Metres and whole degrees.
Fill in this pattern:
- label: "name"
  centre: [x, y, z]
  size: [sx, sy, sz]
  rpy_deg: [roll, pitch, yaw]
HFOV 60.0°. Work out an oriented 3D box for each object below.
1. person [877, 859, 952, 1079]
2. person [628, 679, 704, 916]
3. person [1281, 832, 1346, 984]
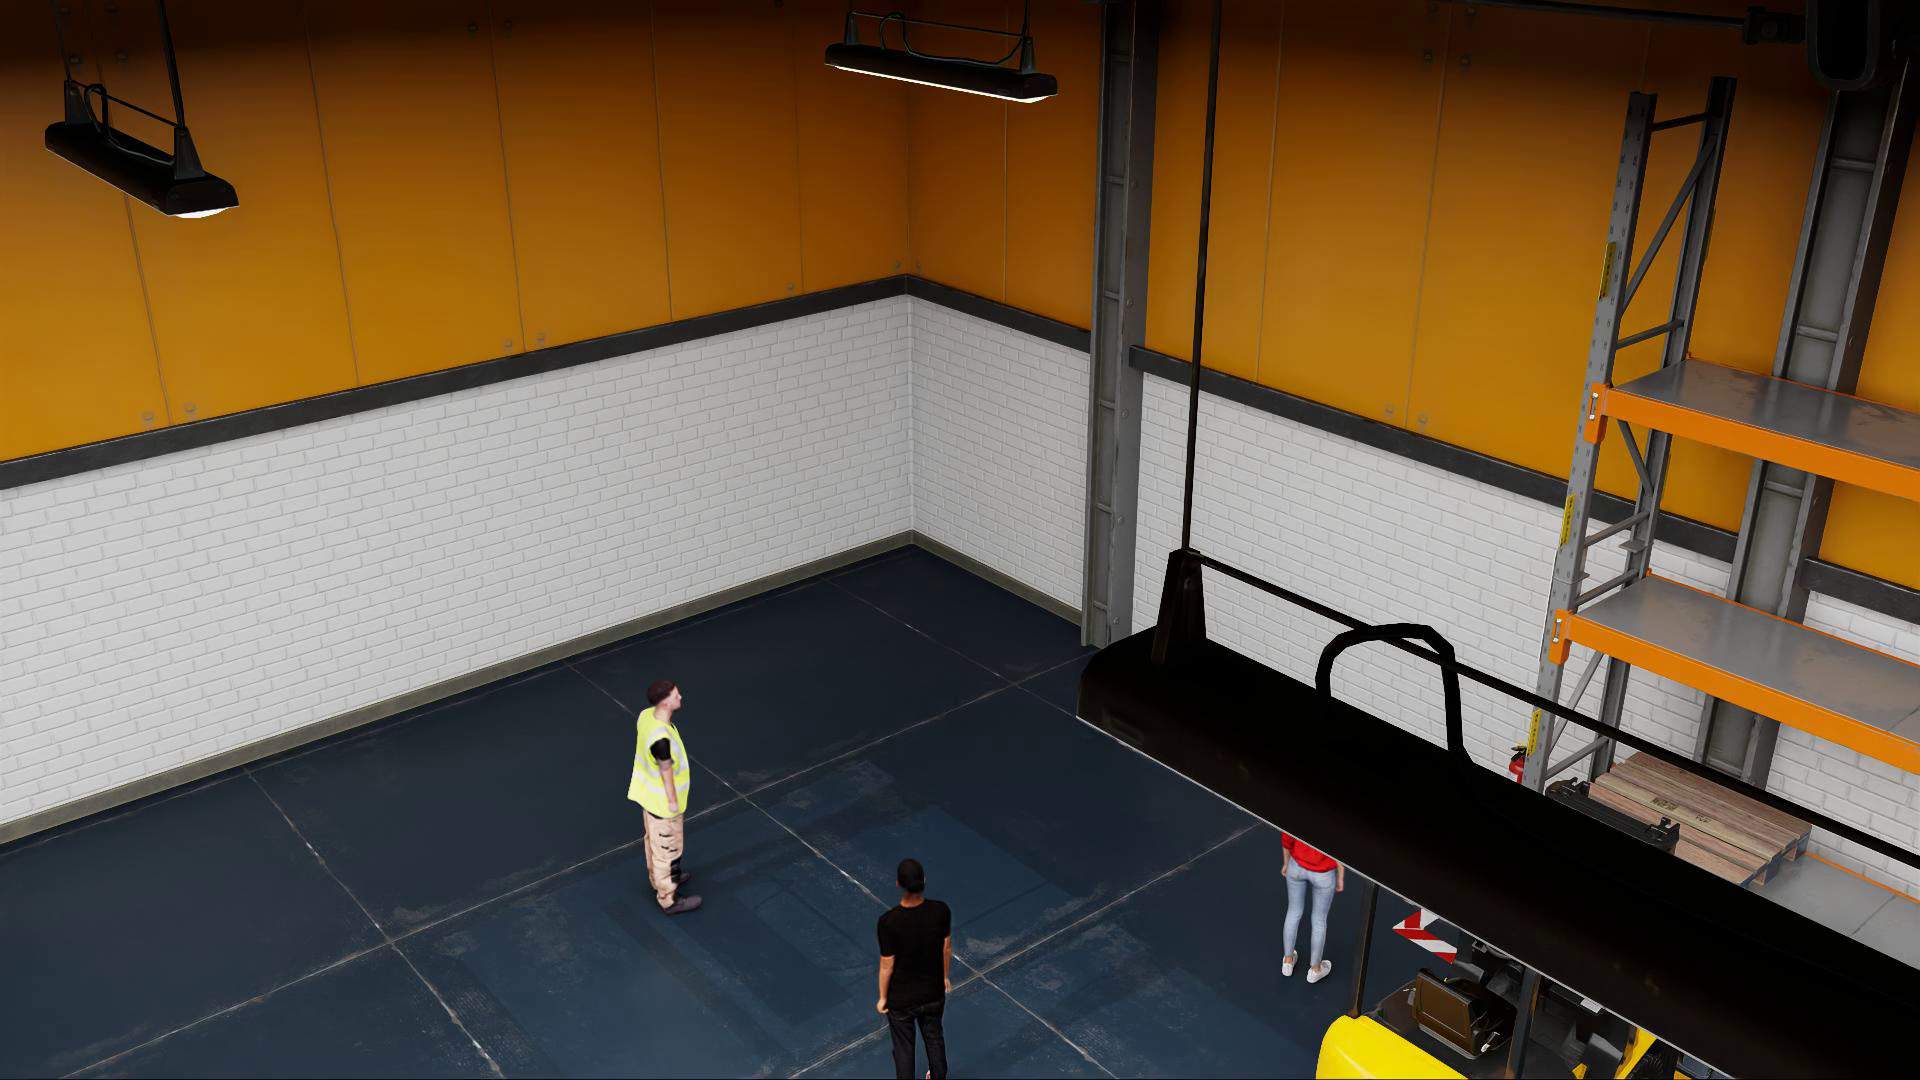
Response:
- label: "person"
  centre: [-0.277, 2.722, 10.123]
  size: [0.680, 1.754, 0.617]
  rpy_deg: [-11, 26, -23]
- label: "person"
  centre: [-2.141, 1.834, 12.045]
  size: [0.841, 1.841, 0.730]
  rpy_deg: [-9, 25, -19]
- label: "person"
  centre: [2.389, 2.238, 11.292]
  size: [0.568, 1.705, 0.741]
  rpy_deg: [13, 27, 27]
